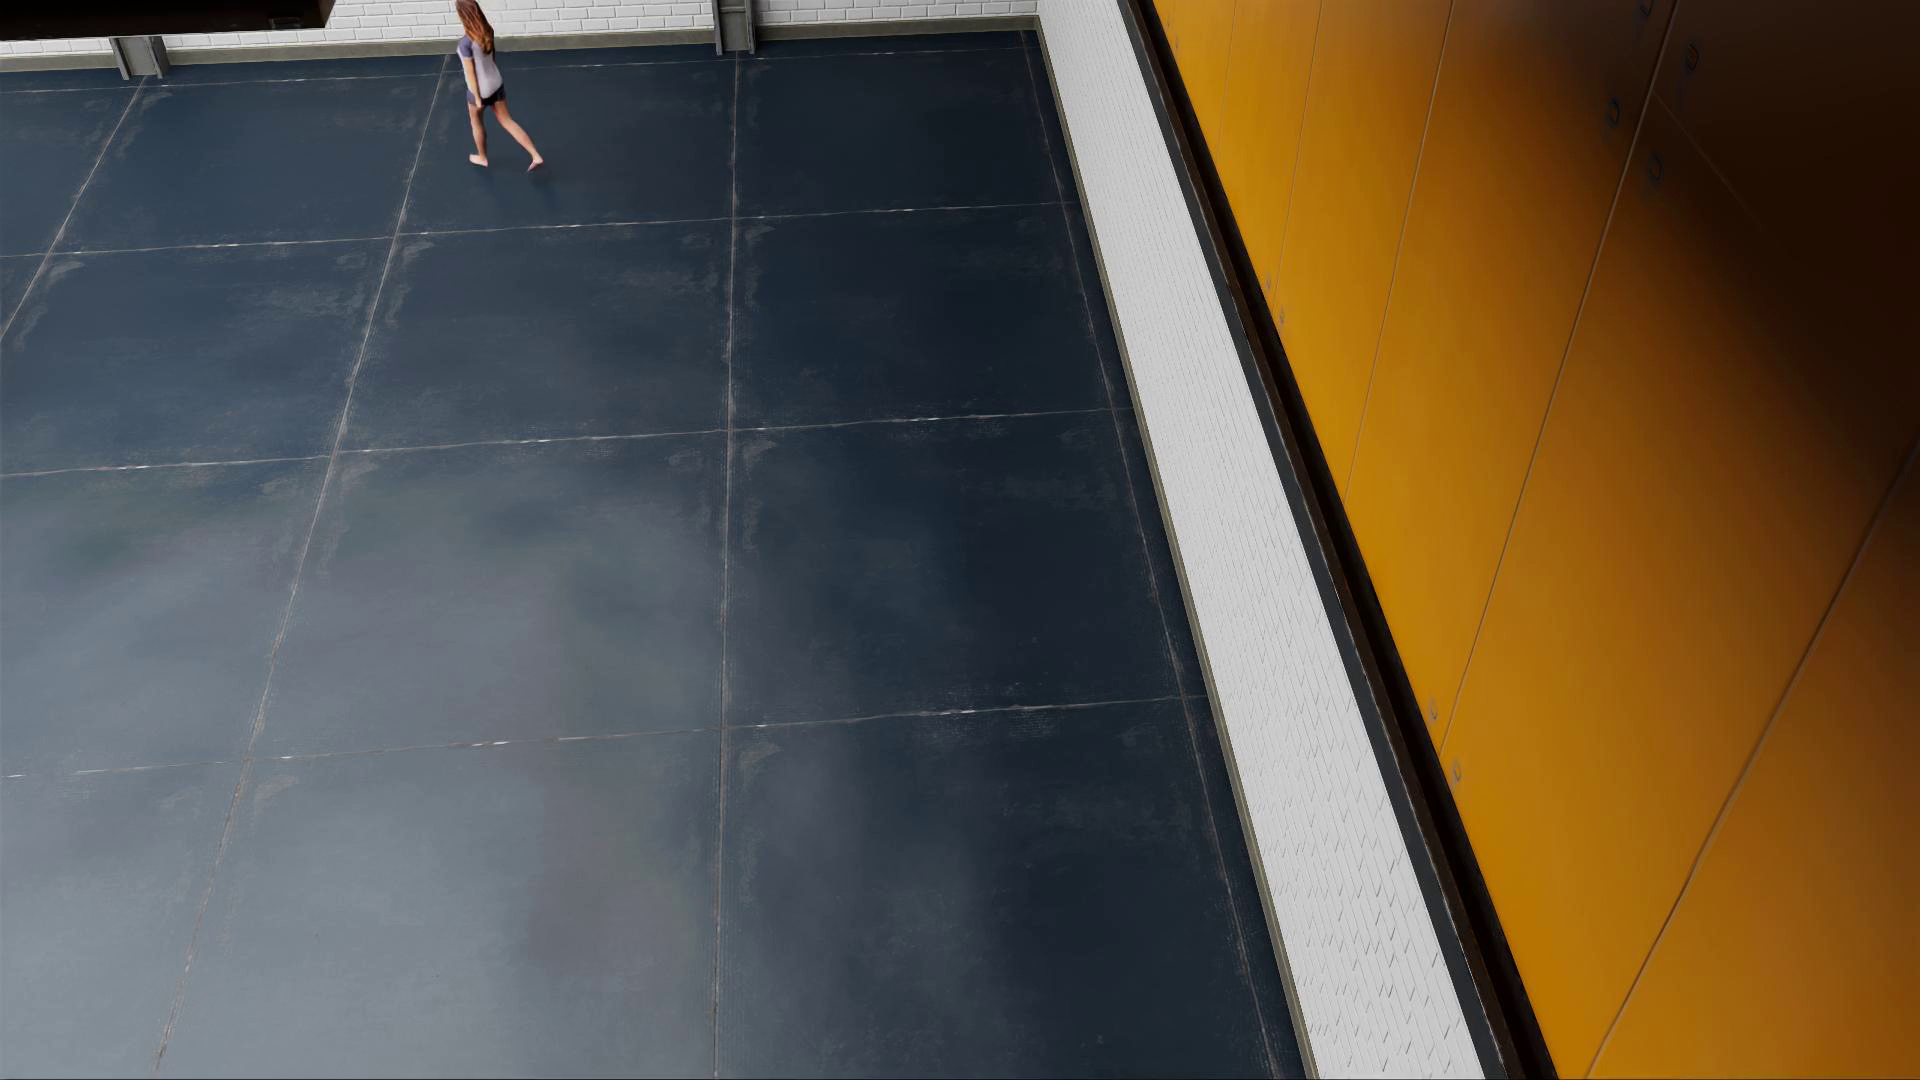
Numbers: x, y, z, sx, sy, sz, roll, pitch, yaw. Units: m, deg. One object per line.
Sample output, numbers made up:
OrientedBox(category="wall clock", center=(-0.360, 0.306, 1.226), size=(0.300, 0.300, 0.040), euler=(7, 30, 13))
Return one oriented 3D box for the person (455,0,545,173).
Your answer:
OrientedBox(category="person", center=(-4.204, -4.068, 15.021), size=(1.153, 1.700, 0.978), euler=(21, 47, 20))
